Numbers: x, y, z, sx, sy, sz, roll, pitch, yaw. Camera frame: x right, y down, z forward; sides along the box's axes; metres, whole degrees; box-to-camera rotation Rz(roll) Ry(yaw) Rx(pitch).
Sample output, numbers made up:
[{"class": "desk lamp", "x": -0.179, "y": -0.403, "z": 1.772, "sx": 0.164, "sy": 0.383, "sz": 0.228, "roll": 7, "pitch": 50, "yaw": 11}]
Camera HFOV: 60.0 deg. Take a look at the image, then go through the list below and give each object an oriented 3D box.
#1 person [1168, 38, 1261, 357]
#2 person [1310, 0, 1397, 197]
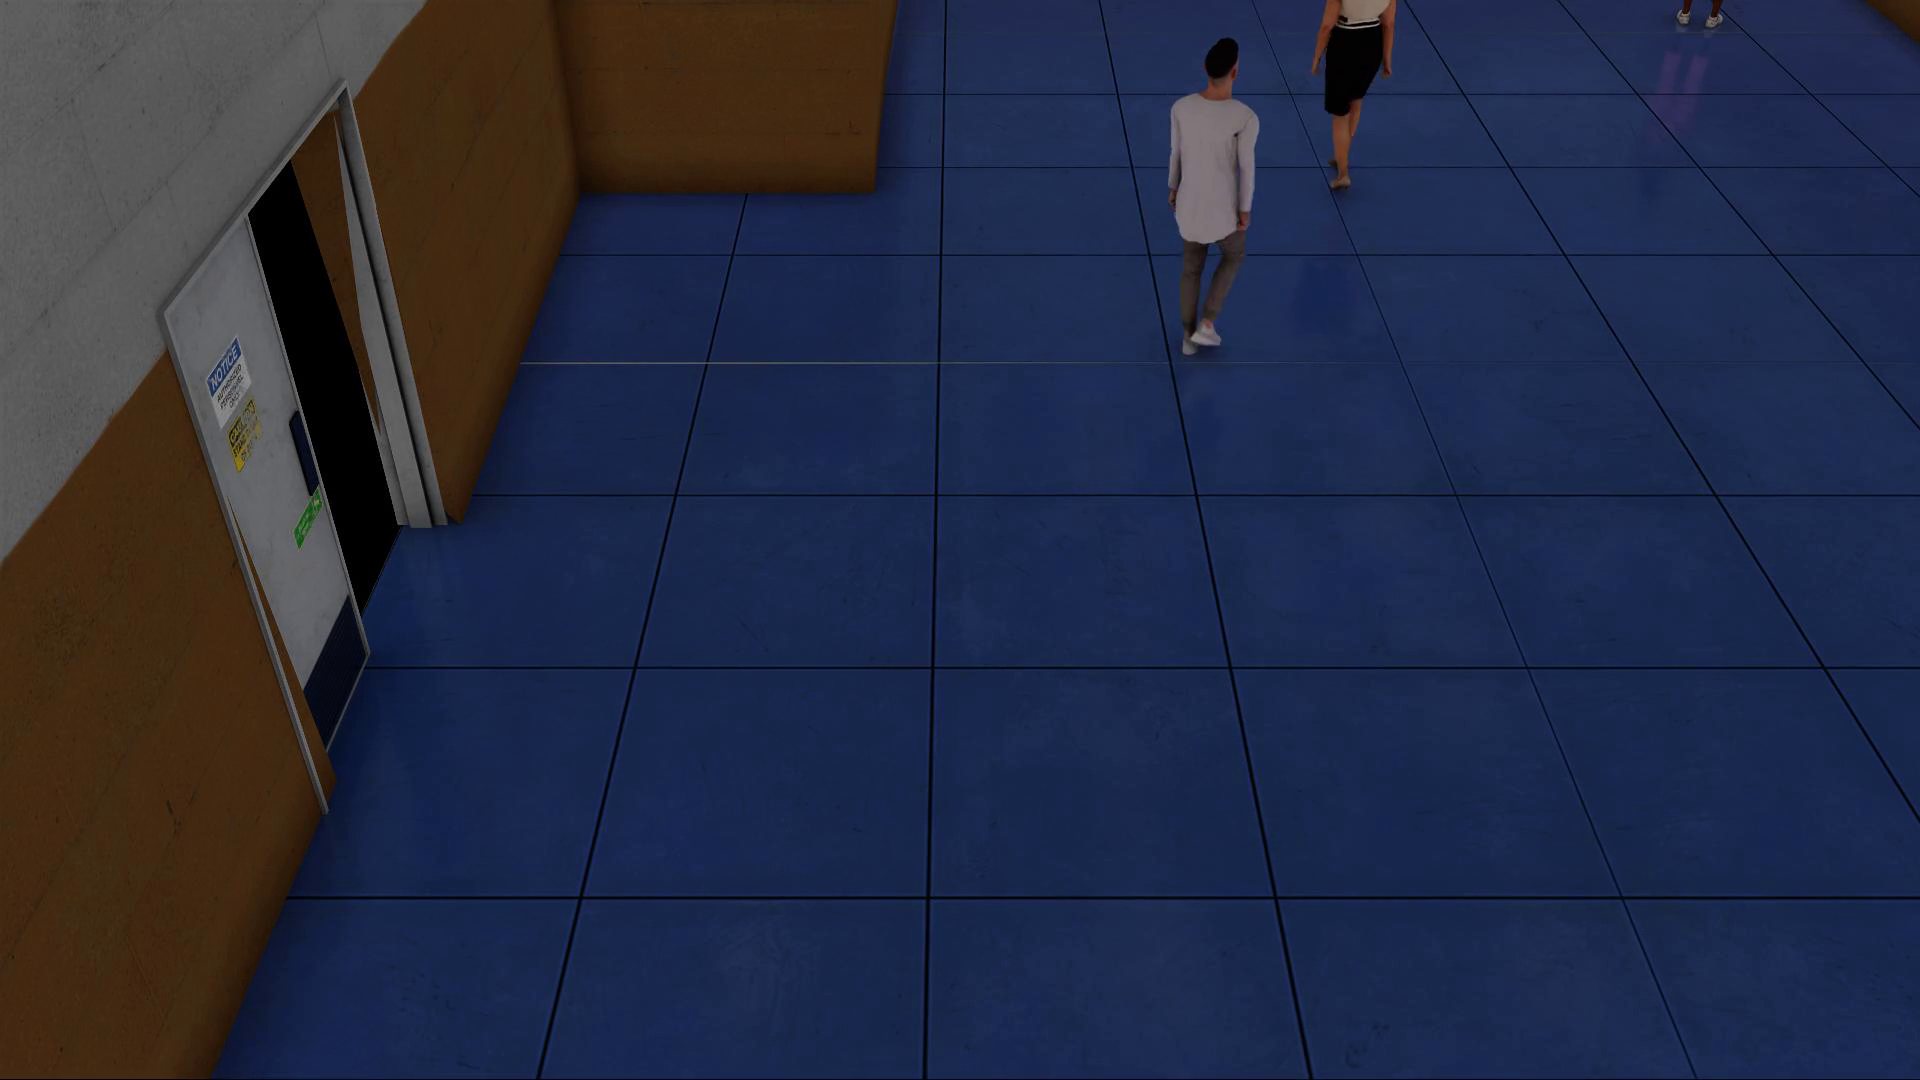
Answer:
[{"class": "person", "x": 1.340, "y": -1.814, "z": 9.101, "sx": 0.746, "sy": 1.832, "sz": 0.856, "roll": 19, "pitch": 41, "yaw": 24}, {"class": "person", "x": 2.603, "y": -3.081, "z": 10.869, "sx": 0.784, "sy": 1.736, "sz": 0.807, "roll": -7, "pitch": 37, "yaw": -9}]
